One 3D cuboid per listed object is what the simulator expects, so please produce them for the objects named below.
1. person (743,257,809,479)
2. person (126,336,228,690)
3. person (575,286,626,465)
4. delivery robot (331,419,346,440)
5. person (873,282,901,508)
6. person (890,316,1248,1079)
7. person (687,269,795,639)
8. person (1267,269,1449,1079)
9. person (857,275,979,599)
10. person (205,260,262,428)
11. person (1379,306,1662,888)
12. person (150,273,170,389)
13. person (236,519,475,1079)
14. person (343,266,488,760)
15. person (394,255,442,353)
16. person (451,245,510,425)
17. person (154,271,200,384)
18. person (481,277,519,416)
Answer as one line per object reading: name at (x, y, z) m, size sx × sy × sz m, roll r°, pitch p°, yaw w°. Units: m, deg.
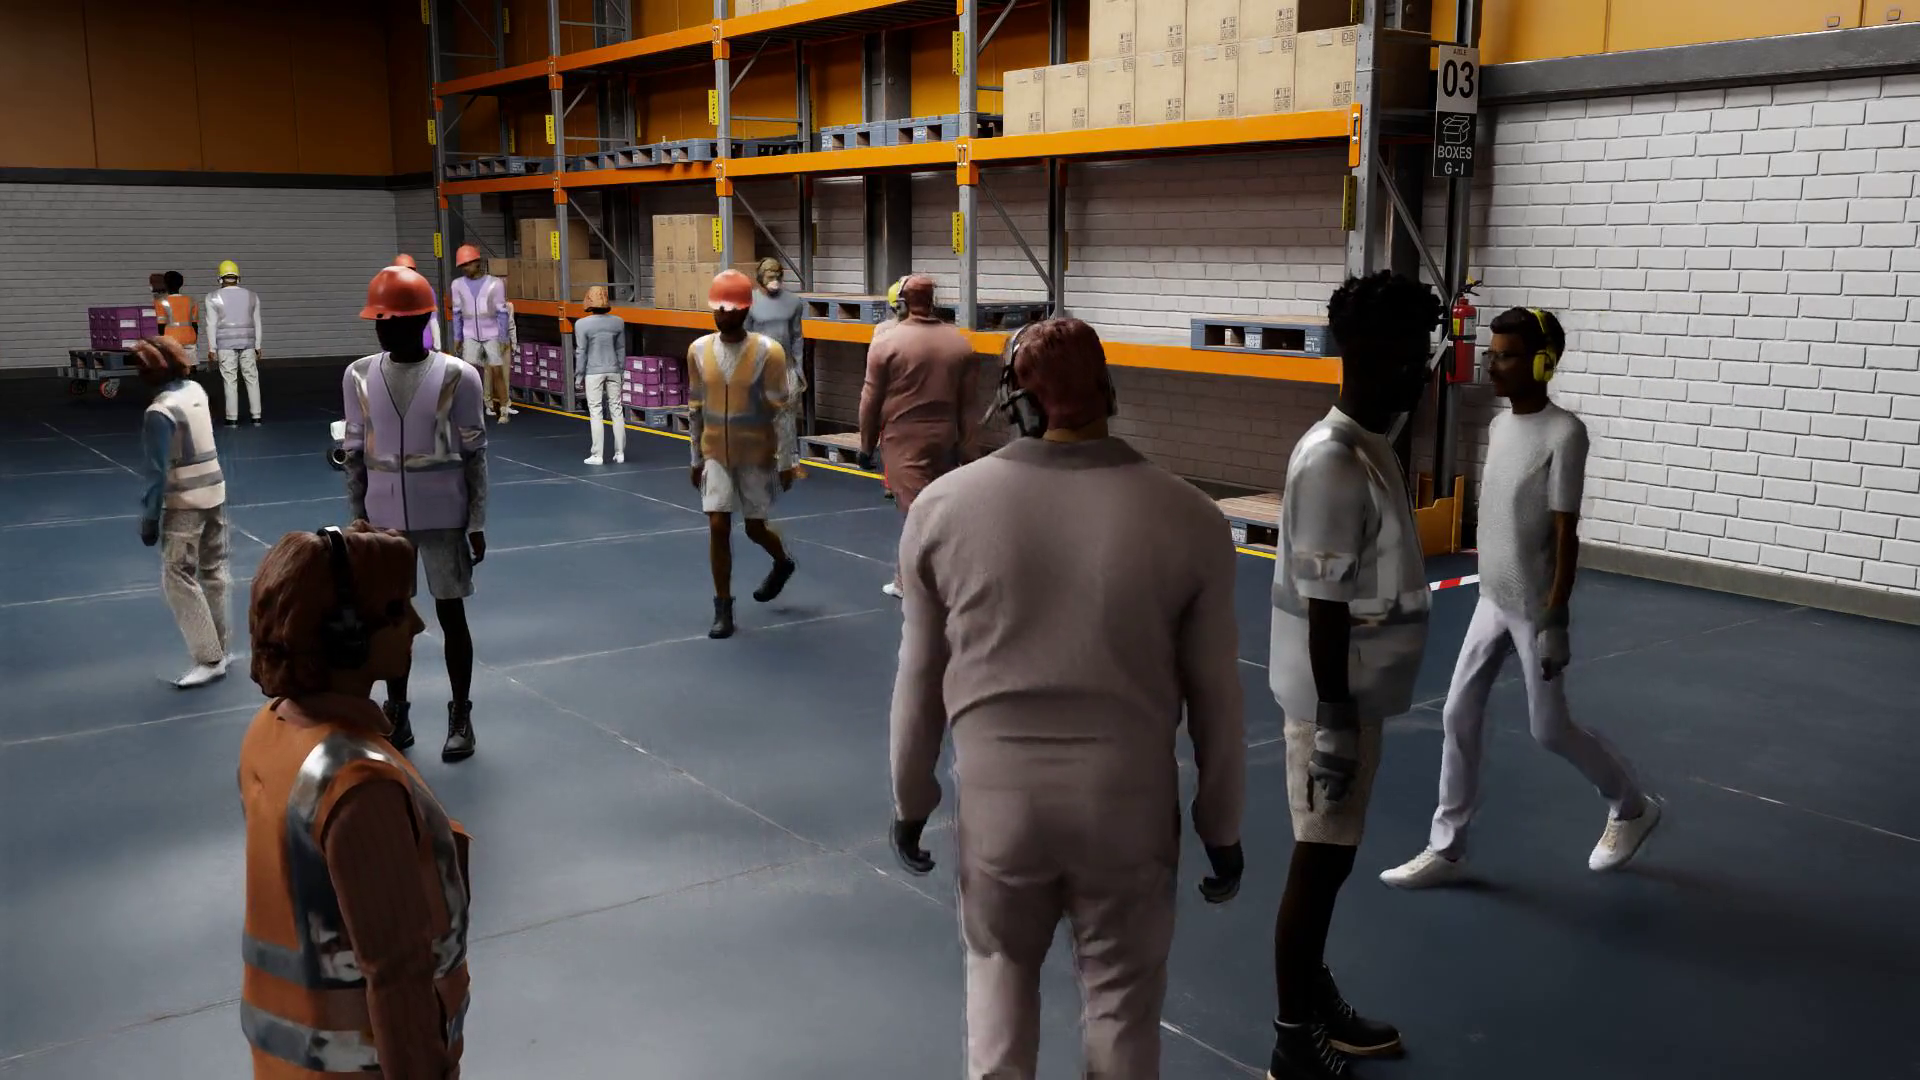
person at (-1.602, -1.418, 14.016) m, size 0.651 × 1.927 × 0.446 m, roll -7°, pitch 12°, yaw -35°
person at (-3.574, -0.141, 7.700) m, size 0.324 × 1.611 × 0.608 m, roll 0°, pitch 10°, yaw 1°
person at (-3.293, -1.506, 15.264) m, size 0.497 × 1.634 × 0.279 m, roll -8°, pitch 13°, yaw -37°
delivery robot at (-5.283, -0.970, 15.020) m, size 0.707 × 0.478 × 0.477 m, roll 0°, pitch 10°, yaw -2°
person at (-0.457, -1.129, 12.897) m, size 0.587 × 1.719 × 0.602 m, roll 9°, pitch 14°, yaw 43°
person at (0.212, 0.516, 3.232) m, size 0.721 × 1.882 × 0.484 m, roll 2°, pitch 10°, yaw 8°
person at (-1.126, -0.472, 8.739) m, size 0.588 × 1.902 × 0.749 m, roll 2°, pitch 10°, yaw 13°
person at (0.922, 0.350, 3.938) m, size 0.366 × 1.962 × 0.614 m, roll 3°, pitch 11°, yaw 18°
person at (-0.209, -0.507, 9.072) m, size 0.630 × 1.864 × 0.968 m, roll -8°, pitch 13°, yaw -38°
person at (-7.987, -2.149, 18.305) m, size 0.591 × 1.834 × 0.404 m, roll -9°, pitch 13°, yaw -40°
person at (1.811, 0.194, 5.187) m, size 0.897 × 1.837 × 0.524 m, roll -3°, pitch 10°, yaw -14°
person at (-11.053, -2.935, 23.338) m, size 0.533 × 1.607 × 0.593 m, roll 9°, pitch 13°, yaw 41°
person at (-0.861, 0.787, 2.404) m, size 0.308 × 1.641 × 0.511 m, roll -8°, pitch 13°, yaw -37°
person at (-2.116, -0.087, 6.474) m, size 0.548 × 1.934 × 0.375 m, roll 0°, pitch 10°, yaw 0°
person at (-5.852, -2.086, 17.784) m, size 0.568 × 1.891 × 0.906 m, roll -4°, pitch 11°, yaw -22°
person at (-5.330, -2.256, 18.469) m, size 0.616 × 2.003 × 0.524 m, roll 0°, pitch 10°, yaw 0°
person at (-9.282, -2.339, 19.754) m, size 0.318 × 1.696 × 0.532 m, roll 7°, pitch 12°, yaw 34°
person at (-5.456, -2.282, 19.639) m, size 0.501 × 1.628 × 0.277 m, roll -10°, pitch 14°, yaw -43°
